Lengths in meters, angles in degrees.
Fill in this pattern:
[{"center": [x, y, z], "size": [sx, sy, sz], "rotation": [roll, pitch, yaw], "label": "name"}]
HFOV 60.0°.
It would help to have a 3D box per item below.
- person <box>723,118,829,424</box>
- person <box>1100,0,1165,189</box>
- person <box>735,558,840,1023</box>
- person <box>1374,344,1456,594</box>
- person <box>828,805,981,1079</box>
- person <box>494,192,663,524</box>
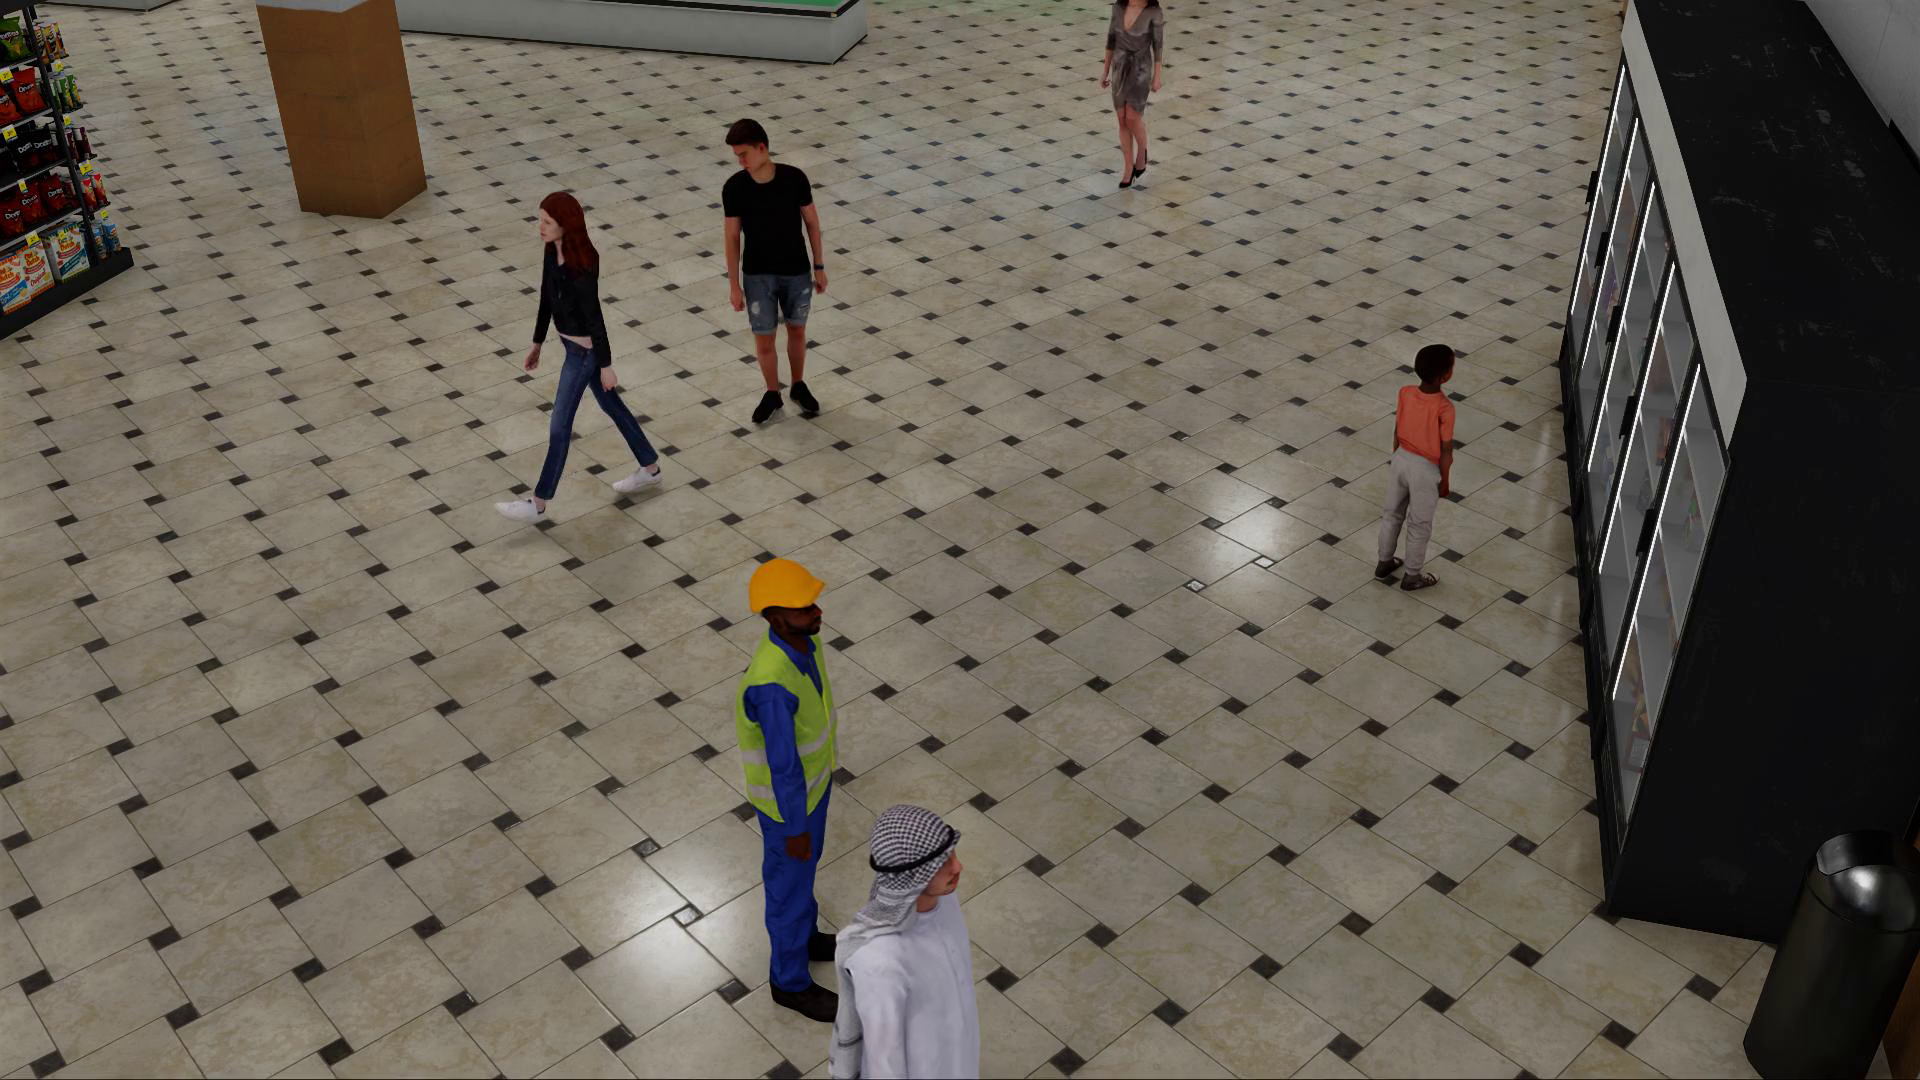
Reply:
[{"center": [-1.062, -1.536, 9.511], "size": [0.776, 1.814, 0.884], "rotation": [-17, 36, -26], "label": "person"}, {"center": [1.372, -3.598, 12.899], "size": [0.693, 1.735, 0.763], "rotation": [20, 37, 29], "label": "person"}, {"center": [-0.569, 0.836, 5.699], "size": [0.623, 1.813, 0.688], "rotation": [4, 32, 6], "label": "person"}, {"center": [2.224, -0.353, 8.085], "size": [0.622, 1.311, 0.547], "rotation": [-23, 39, -32], "label": "person"}, {"center": [-0.124, 1.486, 4.548], "size": [0.609, 1.926, 0.678], "rotation": [8, 33, 13], "label": "person"}, {"center": [-1.873, -0.957, 8.655], "size": [1.166, 1.735, 1.105], "rotation": [-17, 36, -25], "label": "person"}]
